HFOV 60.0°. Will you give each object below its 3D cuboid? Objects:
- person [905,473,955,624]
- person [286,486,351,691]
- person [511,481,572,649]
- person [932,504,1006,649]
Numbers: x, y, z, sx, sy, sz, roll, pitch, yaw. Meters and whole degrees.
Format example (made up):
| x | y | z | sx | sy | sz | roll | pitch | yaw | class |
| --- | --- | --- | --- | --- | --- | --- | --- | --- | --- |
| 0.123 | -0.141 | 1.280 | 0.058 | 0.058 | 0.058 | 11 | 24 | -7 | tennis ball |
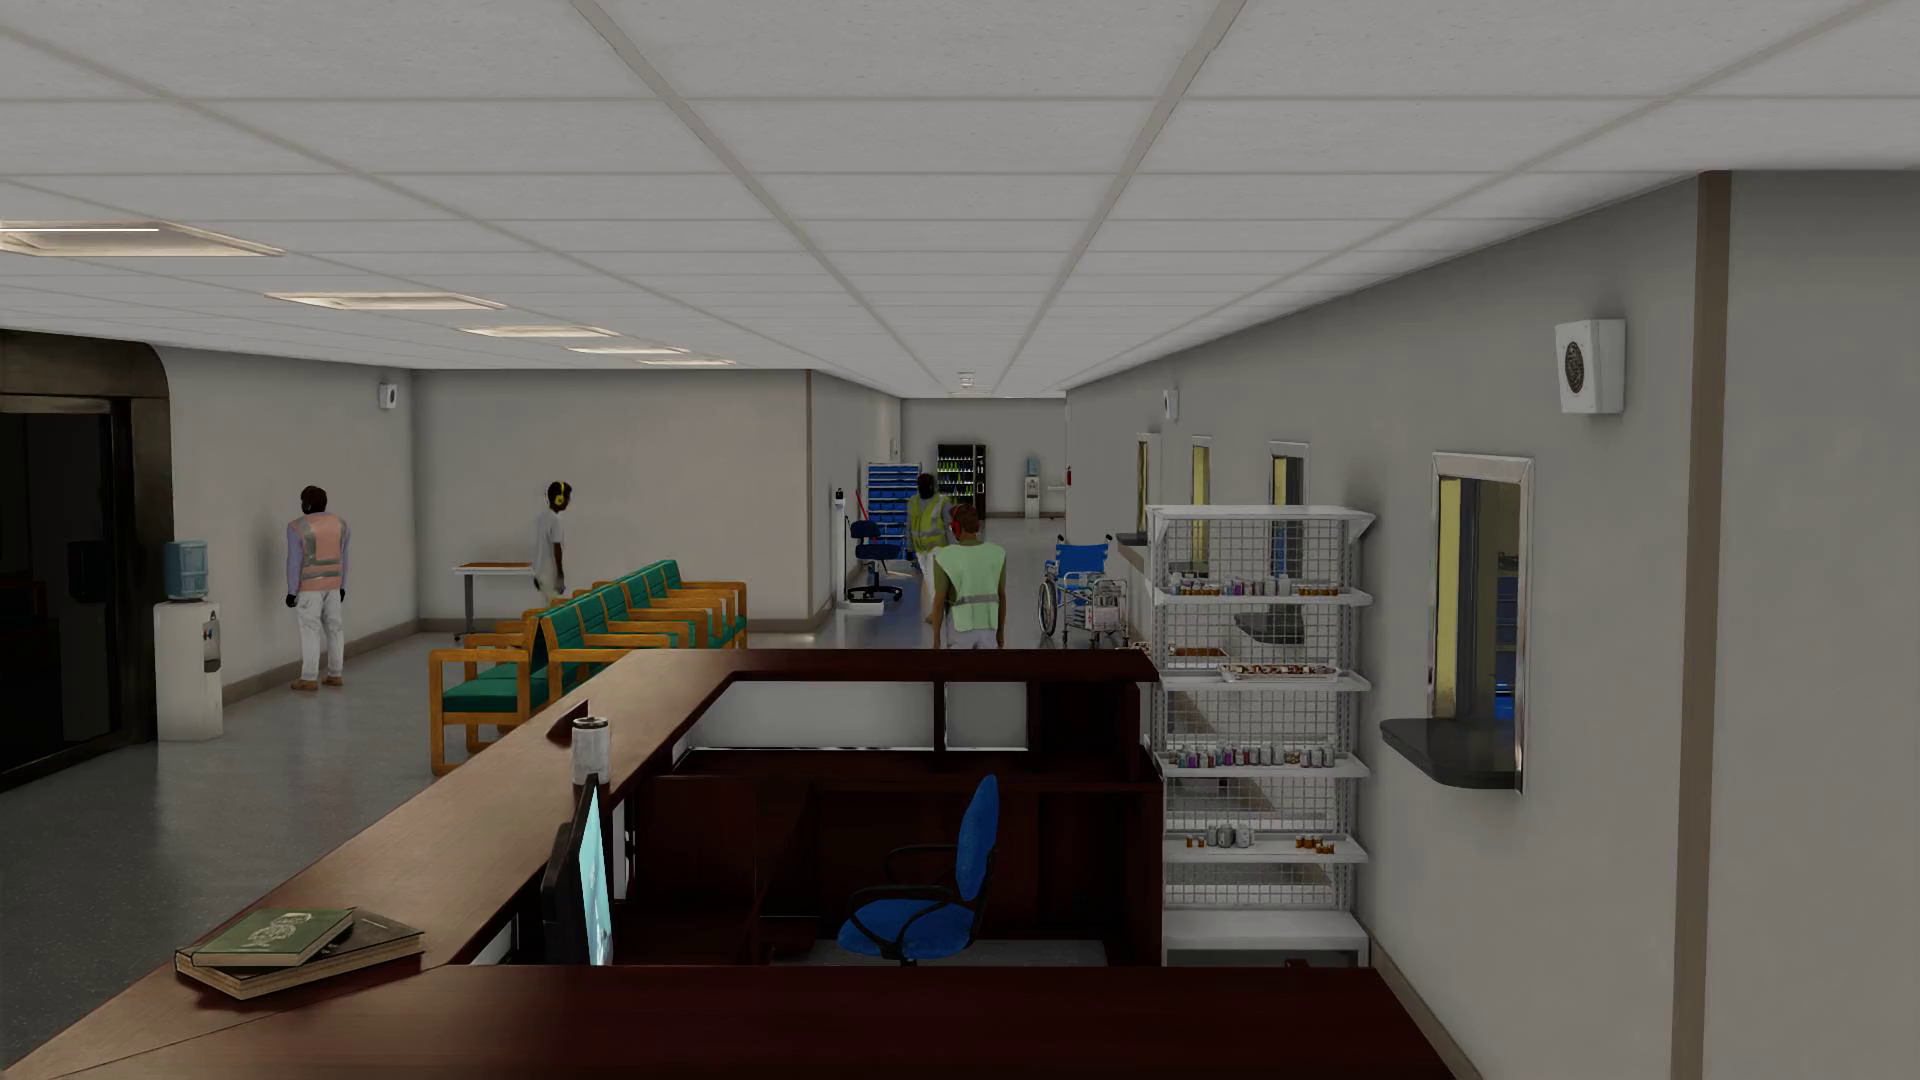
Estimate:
| x | y | z | sx | sy | sz | roll | pitch | yaw | class |
| --- | --- | --- | --- | --- | --- | --- | --- | --- | --- |
| -0.380 | 0.101 | 19.971 | 0.632 | 1.803 | 0.729 | 3 | 5 | 35 | person |
| -5.811 | 0.431 | 15.004 | 0.429 | 1.846 | 0.625 | 2 | 5 | 31 | person |
| -4.119 | 0.339 | 16.362 | 0.680 | 1.840 | 0.595 | -3 | 5 | -38 | person |
| 0.079 | 0.663 | 11.822 | 0.575 | 1.834 | 0.415 | -2 | 4 | -24 | person |
